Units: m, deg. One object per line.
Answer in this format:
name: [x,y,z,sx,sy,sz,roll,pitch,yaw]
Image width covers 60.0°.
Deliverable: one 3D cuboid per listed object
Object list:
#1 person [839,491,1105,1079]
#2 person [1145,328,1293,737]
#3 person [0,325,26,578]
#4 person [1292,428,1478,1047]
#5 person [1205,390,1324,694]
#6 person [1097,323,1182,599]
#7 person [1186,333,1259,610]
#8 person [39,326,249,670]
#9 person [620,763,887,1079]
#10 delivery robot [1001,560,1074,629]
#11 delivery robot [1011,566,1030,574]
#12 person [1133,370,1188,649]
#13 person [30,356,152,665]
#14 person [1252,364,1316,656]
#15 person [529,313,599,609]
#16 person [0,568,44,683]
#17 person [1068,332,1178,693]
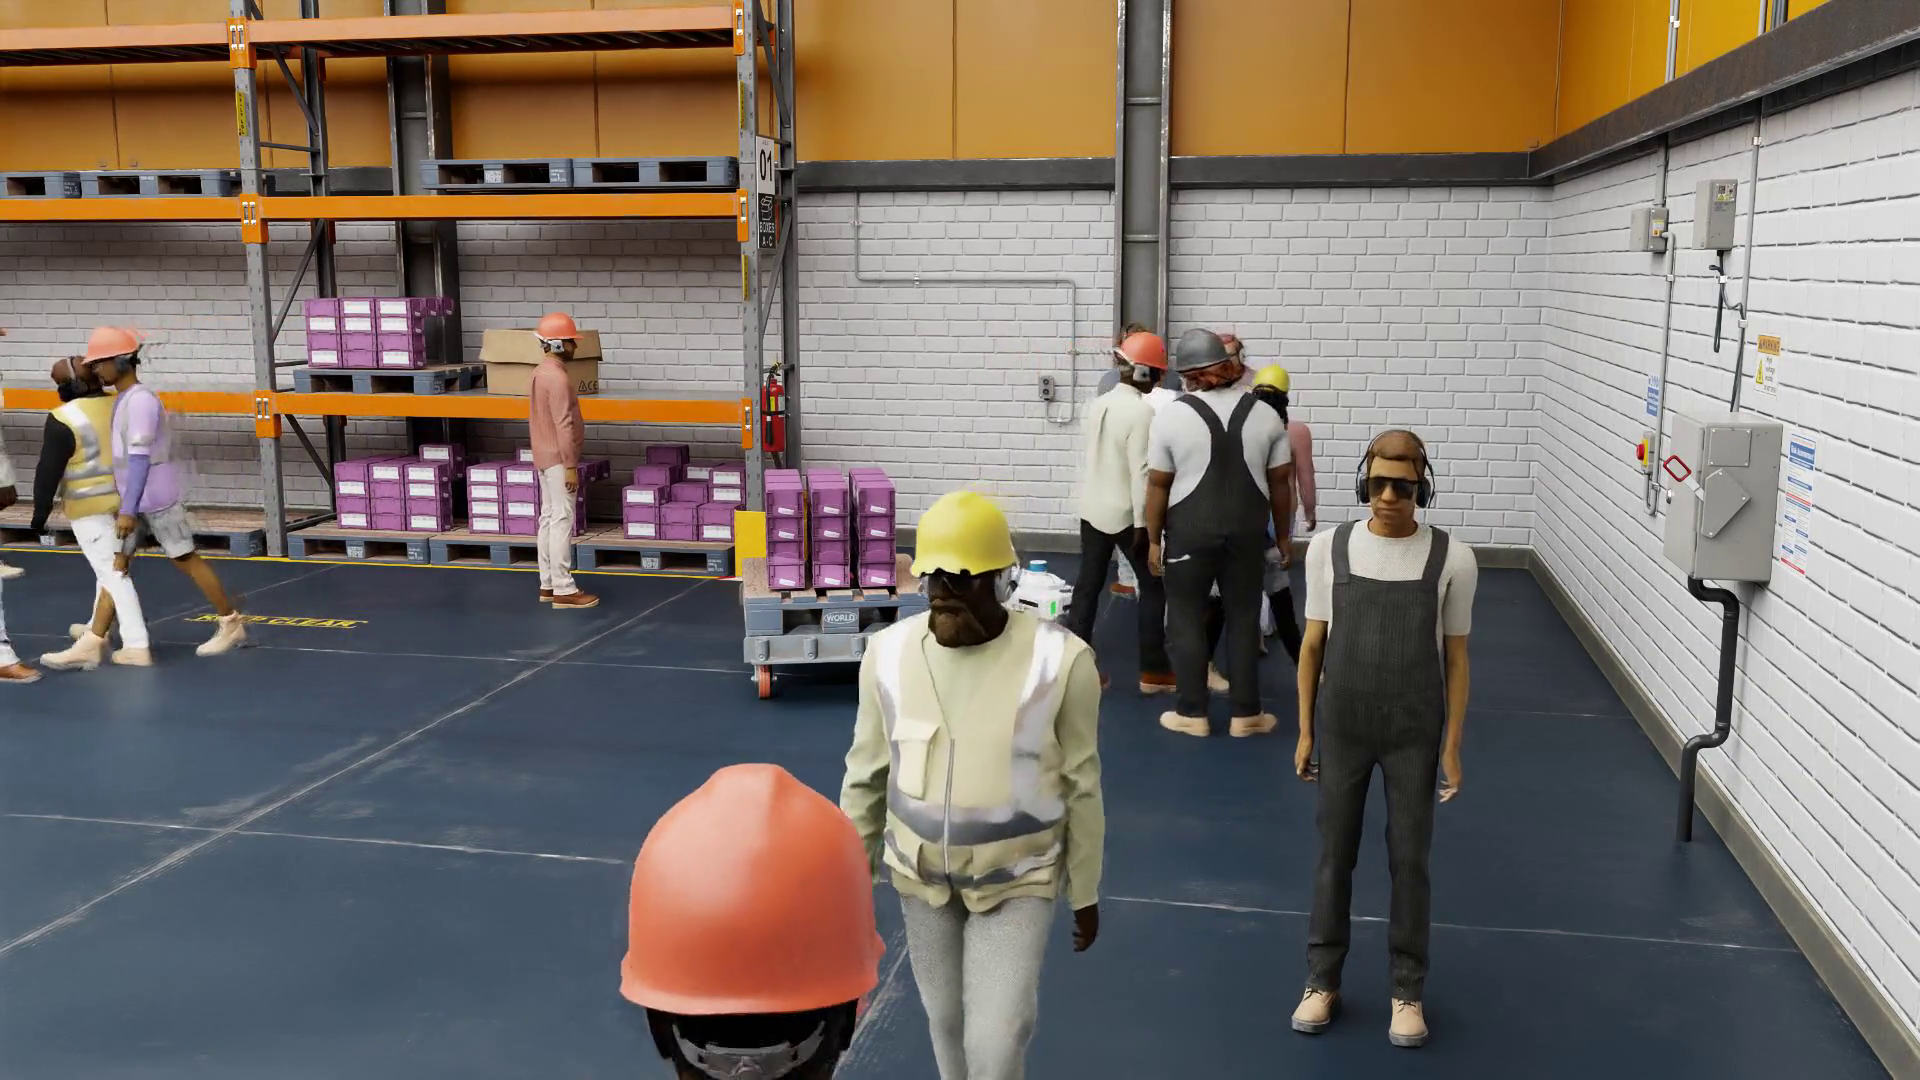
person: [-0.017,0.797,3.807,0.616,1.803,0.743,4,10,21]
person: [1.261,-0.054,8.235,0.736,2.000,0.536,-2,10,-9]
person: [-7.267,-0.711,12.263,0.613,2.020,0.605,1,9,6]
person: [1.255,0.586,4.967,0.506,1.846,0.346,3,10,19]
person: [1.632,0.037,8.826,0.848,1.647,0.534,6,11,33]
person: [1.202,-0.536,11.490,0.654,1.918,0.430,-4,10,-23]
person: [1.804,-0.445,11.144,0.646,1.863,0.671,2,10,13]
person: [-4.717,-0.249,9.621,1.126,1.968,0.642,-8,12,-40]
person: [-0.182,1.138,1.551,0.553,1.873,1.023,0,9,-1]
delivery robot: [0.466,0.365,9.893,0.477,0.478,0.707,-7,12,-35]
delivery robot: [0.148,0.257,10.541,0.477,0.478,0.707,-6,11,-31]
person: [1.218,-0.282,10.208,0.632,1.837,0.923,2,10,13]
person: [-5.084,-0.177,9.734,0.925,1.785,0.635,3,10,20]
person: [1.849,-0.189,10.005,0.528,1.726,0.879,6,11,34]
person: [-2.710,-0.535,11.269,0.381,1.994,0.622,-5,11,-29]
person: [-5.619,-0.116,9.064,0.917,1.901,0.641,0,9,2]
person: [0.924,-0.131,8.941,0.823,1.947,0.655,-5,11,-29]
